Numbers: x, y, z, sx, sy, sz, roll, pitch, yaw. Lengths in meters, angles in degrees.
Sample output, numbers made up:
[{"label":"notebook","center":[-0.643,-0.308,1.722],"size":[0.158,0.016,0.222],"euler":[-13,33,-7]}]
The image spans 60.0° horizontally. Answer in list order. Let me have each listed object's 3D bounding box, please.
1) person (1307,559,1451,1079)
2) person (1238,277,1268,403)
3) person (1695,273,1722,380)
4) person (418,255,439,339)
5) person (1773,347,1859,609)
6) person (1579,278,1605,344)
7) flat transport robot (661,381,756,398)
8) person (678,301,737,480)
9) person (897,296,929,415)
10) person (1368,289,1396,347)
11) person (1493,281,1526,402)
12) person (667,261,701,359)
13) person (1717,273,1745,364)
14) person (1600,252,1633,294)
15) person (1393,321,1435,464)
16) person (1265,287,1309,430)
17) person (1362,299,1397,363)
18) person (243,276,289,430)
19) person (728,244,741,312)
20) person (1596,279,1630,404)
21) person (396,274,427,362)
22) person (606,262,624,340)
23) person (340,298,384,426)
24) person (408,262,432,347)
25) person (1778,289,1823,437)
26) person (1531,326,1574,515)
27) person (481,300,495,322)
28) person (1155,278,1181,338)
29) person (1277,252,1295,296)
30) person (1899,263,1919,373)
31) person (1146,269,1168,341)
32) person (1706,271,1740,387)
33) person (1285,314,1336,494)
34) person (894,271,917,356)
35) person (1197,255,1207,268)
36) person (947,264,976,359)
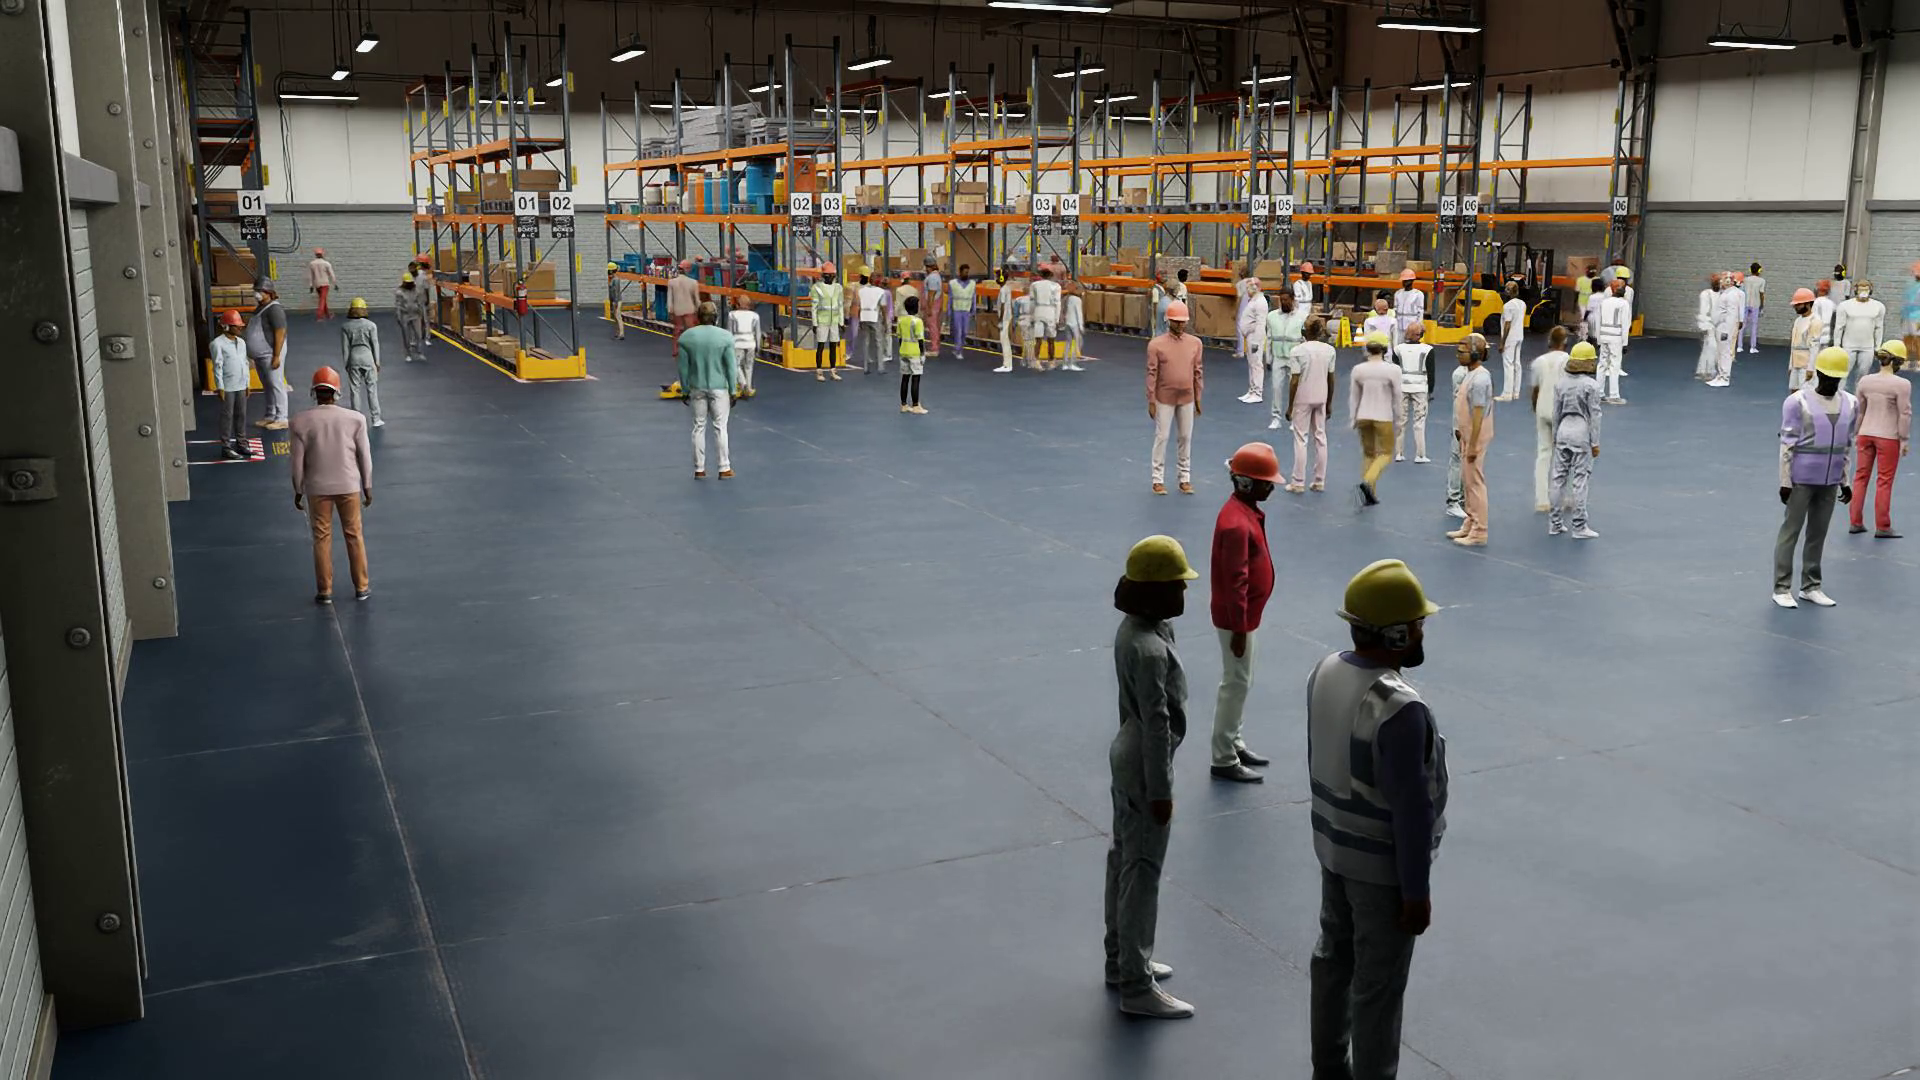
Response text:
[{"label":"person","center":[1.294,0.963,5.159],"size":[0.404,1.837,0.590],"euler":[-3,12,-16]},{"label":"person","center":[4.460,-3.042,25.353],"size":[0.406,1.903,0.636],"euler":[0,11,1]},{"label":"person","center":[12.944,-3.648,28.555],"size":[0.637,1.849,0.752],"euler":[-6,13,-29]},{"label":"person","center":[-12.326,-5.567,38.211],"size":[0.603,1.915,0.600],"euler":[-4,12,-19]},{"label":"person","center":[6.266,-0.454,12.154],"size":[0.589,1.917,0.392],"euler":[-2,11,-9]},{"label":"person","center":[11.982,-4.100,31.357],"size":[0.541,1.652,0.867],"euler":[-11,15,-43]},{"label":"flat transport robot","center":[-3.947,-2.375,26.113],"size":[1.431,0.197,0.652],"euler":[-1,11,-4]},{"label":"person","center":[-2.712,-1.606,17.967],"size":[0.635,1.932,0.351],"euler":[1,11,6]},{"label":"person","center":[-0.684,-2.645,23.851],"size":[0.318,1.697,0.535],"euler":[-9,15,-40]},{"label":"person","center":[6.552,-3.036,25.828],"size":[0.535,1.700,0.318],"euler":[-7,13,-33]},{"label":"person","center":[8.417,-3.025,25.417],"size":[0.507,1.840,0.344],"euler":[-9,15,-40]},{"label":"person","center":[-5.381,-4.475,32.522],"size":[0.641,1.943,0.772],"euler":[0,11,-1]},{"label":"person","center":[14.781,-4.236,31.828],"size":[0.360,1.742,0.561],"euler":[-5,12,-24]},{"label":"person","center":[14.480,-5.351,36.726],"size":[0.686,2.000,0.535],"euler":[6,12,27]},{"label":"person","center":[5.227,-1.702,19.202],"size":[0.514,1.640,0.311],"euler":[8,14,36]},{"label":"person","center":[4.356,-2.416,22.165],"size":[0.588,1.909,0.397],"euler":[5,12,23]},{"label":"person","center":[6.079,-2.667,24.108],"size":[0.522,1.638,0.310],"euler":[-1,11,-6]},{"label":"person","center":[-9.289,-2.500,22.234],"size":[0.538,2.000,0.688],"euler":[-10,15,-41]},{"label":"person","center":[-6.146,-7.128,45.835],"size":[0.421,2.007,0.734],"euler":[6,13,27]},{"label":"person","center":[9.883,-3.002,25.190],"size":[0.362,1.883,0.575],"euler":[-5,12,-24]},{"label":"person","center":[-10.627,-4.290,32.190],"size":[0.506,1.701,0.875],"euler":[-6,13,-28]},{"label":"person","center":[-7.863,-5.425,37.836],"size":[0.349,1.759,0.522],"euler":[-5,12,-22]},{"label":"person","center":[-8.092,-2.400,22.509],"size":[0.484,1.736,0.307],"euler":[-1,11,-7]},{"label":"person","center":[-11.713,-5.086,35.953],"size":[0.507,1.822,0.652],"euler":[0,11,0]},{"label":"person","center":[10.707,-2.232,21.187],"size":[0.389,1.923,0.549],"euler":[0,11,-1]},{"label":"person","center":[5.809,-1.156,16.058],"size":[0.584,1.790,0.872],"euler":[9,15,40]},{"label":"person","center":[-12.545,-6.672,43.971],"size":[0.560,1.836,0.390],"euler":[3,12,17]},{"label":"person","center":[3.029,-2.853,24.333],"size":[0.378,1.932,0.622],"euler":[0,11,-2]},{"label":"person","center":[9.048,-7.140,46.347],"size":[0.602,1.830,0.404],"euler":[5,12,22]},{"label":"person","center":[17.279,-4.040,30.194],"size":[0.367,2.002,0.747],"euler":[-1,11,-7]},{"label":"person","center":[3.628,-4.049,30.611],"size":[0.379,1.842,0.595],"euler":[3,11,14]},{"label":"person","center":[12.700,-3.506,27.685],"size":[0.406,1.911,0.639],"euler":[3,12,17]},{"label":"person","center":[3.593,-1.391,17.098],"size":[0.513,1.845,0.336],"euler":[-3,12,-17]},{"label":"person","center":[-1.074,-4.516,33.272],"size":[0.540,1.726,0.577],"euler":[8,14,36]},{"label":"person","center":[7.078,-7.584,49.135],"size":[0.498,1.626,0.387],"euler":[-4,12,-21]},{"label":"person","center":[0.003,-4.570,33.173],"size":[0.620,1.890,0.755],"euler":[-3,12,-17]}]
